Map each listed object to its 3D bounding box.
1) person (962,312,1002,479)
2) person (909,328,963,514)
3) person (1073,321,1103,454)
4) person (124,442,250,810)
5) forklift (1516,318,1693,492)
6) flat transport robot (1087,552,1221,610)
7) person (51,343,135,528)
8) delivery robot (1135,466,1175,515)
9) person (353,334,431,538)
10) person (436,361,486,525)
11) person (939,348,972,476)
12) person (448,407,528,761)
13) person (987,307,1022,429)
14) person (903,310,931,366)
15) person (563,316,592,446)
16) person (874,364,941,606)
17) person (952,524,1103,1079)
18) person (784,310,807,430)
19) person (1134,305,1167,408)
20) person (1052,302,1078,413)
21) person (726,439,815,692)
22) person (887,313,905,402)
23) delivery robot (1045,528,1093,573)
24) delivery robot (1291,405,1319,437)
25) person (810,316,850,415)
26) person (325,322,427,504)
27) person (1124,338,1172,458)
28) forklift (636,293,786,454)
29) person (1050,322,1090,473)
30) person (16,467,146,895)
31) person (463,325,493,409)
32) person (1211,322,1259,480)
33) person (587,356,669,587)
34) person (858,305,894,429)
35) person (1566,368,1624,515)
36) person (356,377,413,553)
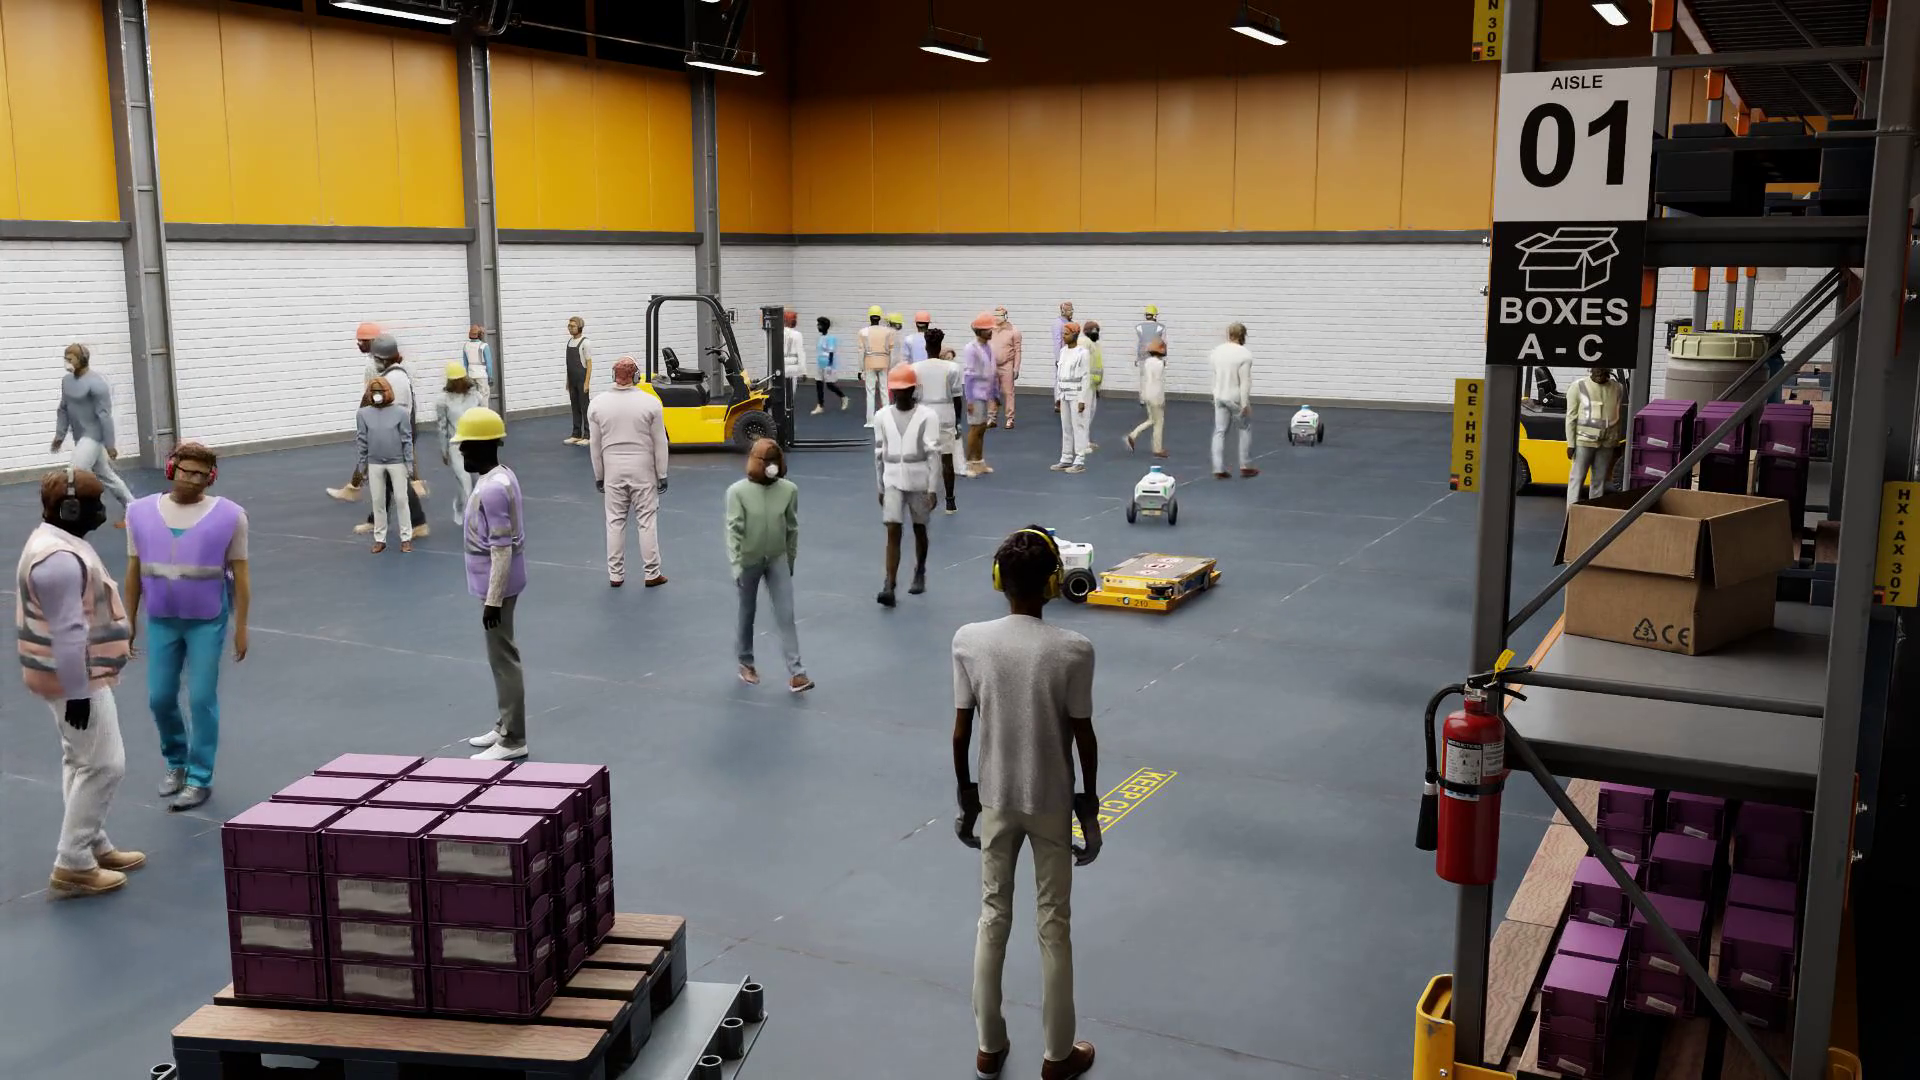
[{"bbox_3d":[0.296,-1.762,20.346,0.428,2.033,0.717,5,11,27],"label":"person"},{"bbox_3d":[-0.268,-1.243,17.485,0.601,1.967,0.369,0,10,-3],"label":"person"},{"bbox_3d":[1.763,-2.102,22.952,0.431,1.808,0.704,3,10,17],"label":"person"},{"bbox_3d":[-3.864,0.429,8.290,0.621,1.812,0.549,-1,10,-7],"label":"person"},{"bbox_3d":[7.066,-1.601,18.899,2.313,2.155,1.214,5,11,27],"label":"forklift"},{"bbox_3d":[1.581,0.315,13.366,0.652,0.197,1.431,5,11,25],"label":"flat transport robot"},{"bbox_3d":[-8.513,-0.989,16.309,0.640,1.890,1.044,8,13,39],"label":"person"},{"bbox_3d":[2.004,-0.513,17.069,0.477,0.478,0.707,2,10,13],"label":"delivery robot"},{"bbox_3d":[-5.534,-1.040,16.097,0.705,2.000,0.748,-3,10,-18],"label":"person"},{"bbox_3d":[-4.888,-0.918,16.325,0.495,1.714,0.766,-7,12,-36],"label":"person"},{"bbox_3d":[-0.183,-1.556,20.401,0.521,1.587,0.794,-7,12,-35],"label":"person"},{"bbox_3d":[-2.539,0.241,9.012,0.372,1.925,0.594,-3,10,-16],"label":"person"},{"bbox_3d":[0.632,-2.688,26.023,0.651,1.907,0.409,5,11,25],"label":"person"},{"bbox_3d":[-0.535,-2.309,23.745,0.551,1.934,0.373,1,10,4],"label":"person"},{"bbox_3d":[-5.461,-2.269,23.775,0.507,1.847,0.345,8,13,39],"label":"person"},{"bbox_3d":[-0.425,-0.442,13.094,0.561,1.882,1.009,2,10,12],"label":"person"},{"bbox_3d":[0.223,0.877,5.495,0.514,1.872,0.328,3,10,18],"label":"person"},{"bbox_3d":[-2.605,-2.636,25.833,0.618,1.862,0.623,7,12,36],"label":"person"},{"bbox_3d":[3.372,-3.235,29.430,0.587,1.825,0.404,2,10,13],"label":"person"},{"bbox_3d":[1.837,-3.144,28.666,0.408,1.906,0.654,6,11,29],"label":"person"},{"bbox_3d":[-1.209,0.169,10.387,0.512,1.592,0.831,-5,11,-26],"label":"person"},{"bbox_3d":[-0.989,-2.904,27.701,0.667,1.743,0.552,-1,10,-7],"label":"person"},{"bbox_3d":[0.699,0.148,13.241,0.707,0.478,0.477,0,10,0],"label":"delivery robot"},{"bbox_3d":[4.972,-1.701,23.949,0.477,0.478,0.707,3,10,15],"label":"delivery robot"},{"bbox_3d":[-2.225,-2.969,28.314,0.608,1.675,0.546,-8,13,-38],"label":"person"},{"bbox_3d":[-6.422,-1.388,18.258,1.074,1.986,0.629,-2,10,-11],"label":"person"},{"bbox_3d":[2.546,-1.897,22.308,0.547,1.619,0.516,-2,10,-13],"label":"person"},{"bbox_3d":[-3.588,-2.317,23.042,2.313,2.155,1.214,-1,10,-5],"label":"forklift"},{"bbox_3d":[1.394,-1.779,20.831,0.355,1.883,0.573,-6,11,-31],"label":"person"},{"bbox_3d":[-3.796,0.602,7.173,0.428,1.835,0.653,-5,11,-25],"label":"person"},{"bbox_3d":[-7.423,-2.488,25.638,0.514,1.640,0.310,4,11,22],"label":"person"},{"bbox_3d":[3.376,-1.691,20.273,0.628,1.905,0.833,10,14,44],"label":"person"},{"bbox_3d":[-2.706,-0.555,13.677,0.643,1.909,0.410,0,10,2],"label":"person"},{"bbox_3d":[-1.325,-2.708,26.082,0.593,1.924,0.380,-3,10,-18],"label":"person"},{"bbox_3d":[6.215,-0.962,16.274,0.591,1.824,0.404,-2,10,-10],"label":"person"},{"bbox_3d":[-5.265,-0.686,15.250,0.506,1.626,0.282,-1,10,-5],"label":"person"}]
